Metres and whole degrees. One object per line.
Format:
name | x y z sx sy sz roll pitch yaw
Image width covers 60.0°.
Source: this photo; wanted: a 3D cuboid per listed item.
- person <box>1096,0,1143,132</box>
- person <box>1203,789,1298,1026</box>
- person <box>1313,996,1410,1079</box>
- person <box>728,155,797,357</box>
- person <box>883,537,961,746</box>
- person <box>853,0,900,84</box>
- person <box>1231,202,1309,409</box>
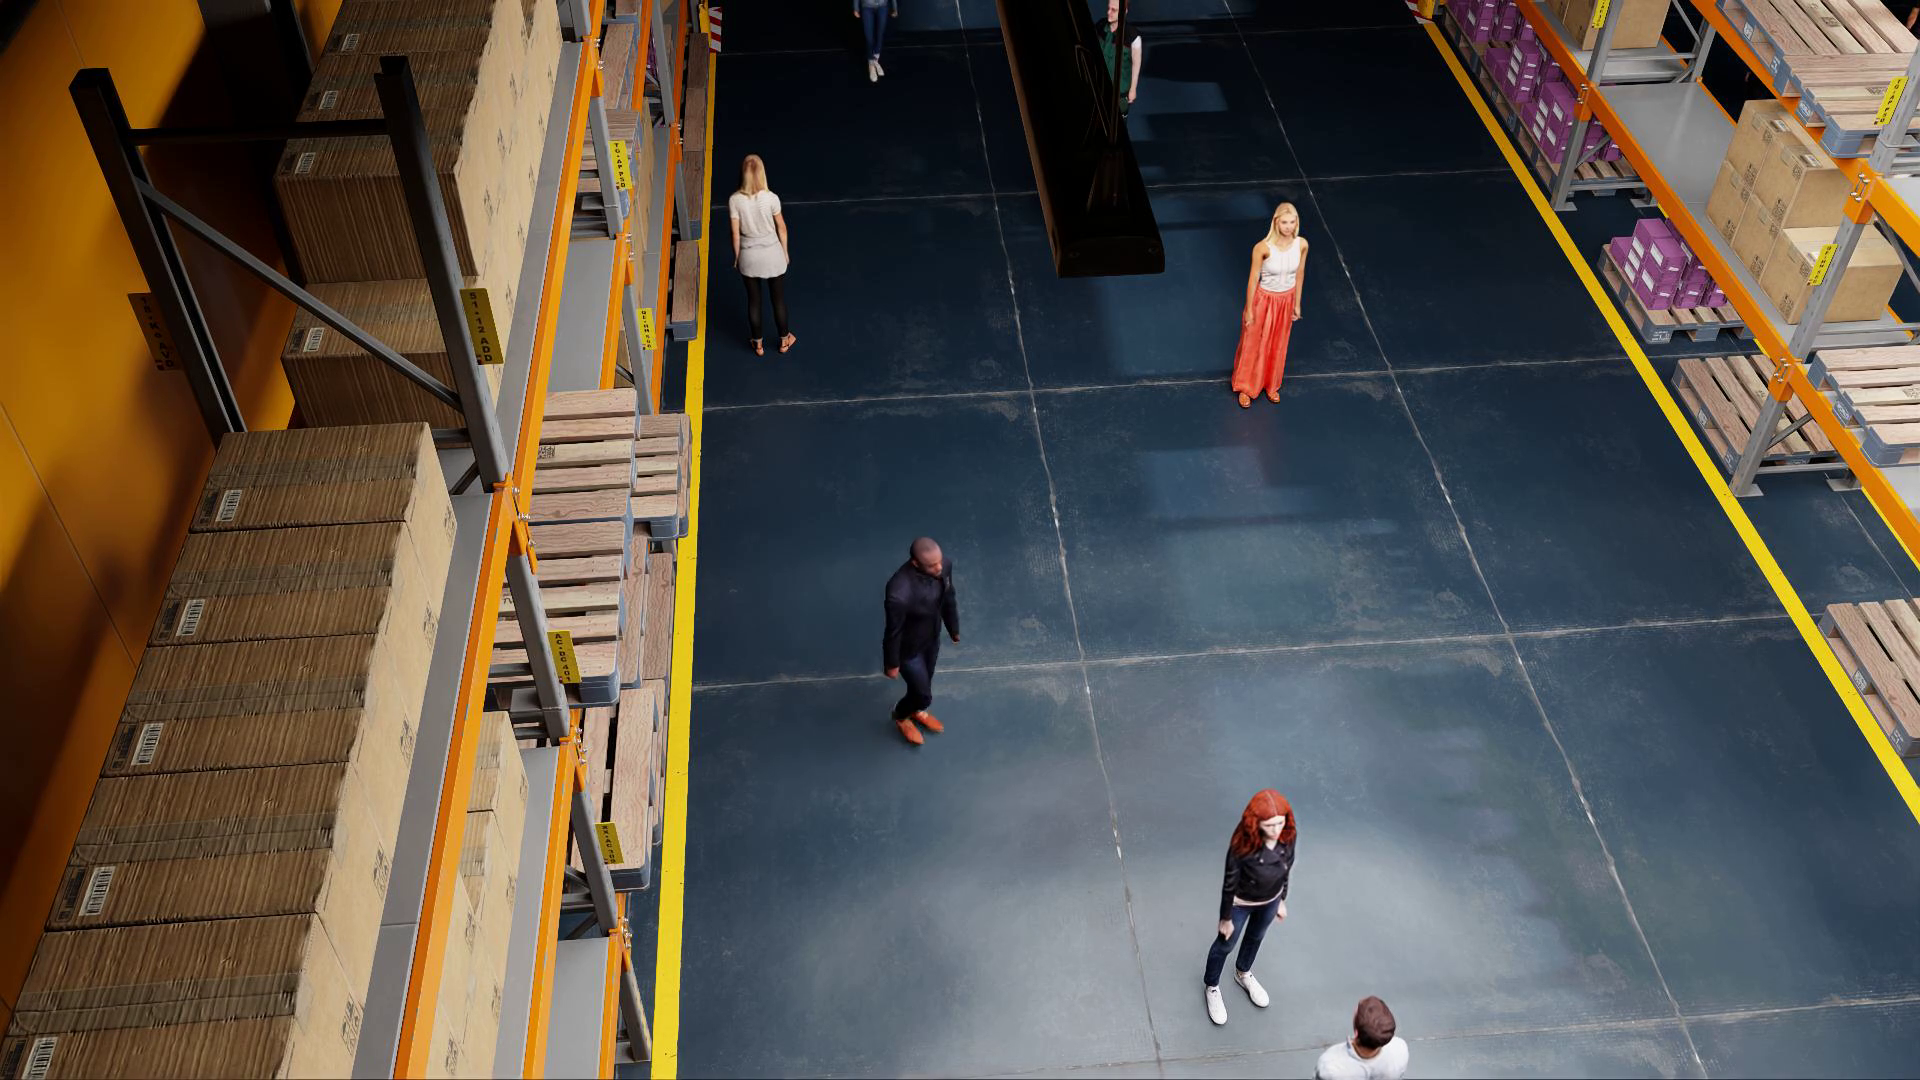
person | 1.413 -4.201 15.387 0.724 1.841 0.788 31 52 28
person | 1.567 1.955 8.964 0.637 1.787 0.639 -16 46 -16
person | 1.870 2.781 8.053 0.692 1.847 0.626 -12 45 -12
person | -1.596 -2.271 13.371 0.600 1.826 0.515 -3 44 -3
person | -0.345 0.595 10.382 0.916 1.800 0.840 24 49 23
person | -0.901 -5.479 16.995 0.680 1.473 0.702 -16 46 -16
person | 2.422 -1.834 12.931 0.664 1.803 0.623 -10 44 -10
